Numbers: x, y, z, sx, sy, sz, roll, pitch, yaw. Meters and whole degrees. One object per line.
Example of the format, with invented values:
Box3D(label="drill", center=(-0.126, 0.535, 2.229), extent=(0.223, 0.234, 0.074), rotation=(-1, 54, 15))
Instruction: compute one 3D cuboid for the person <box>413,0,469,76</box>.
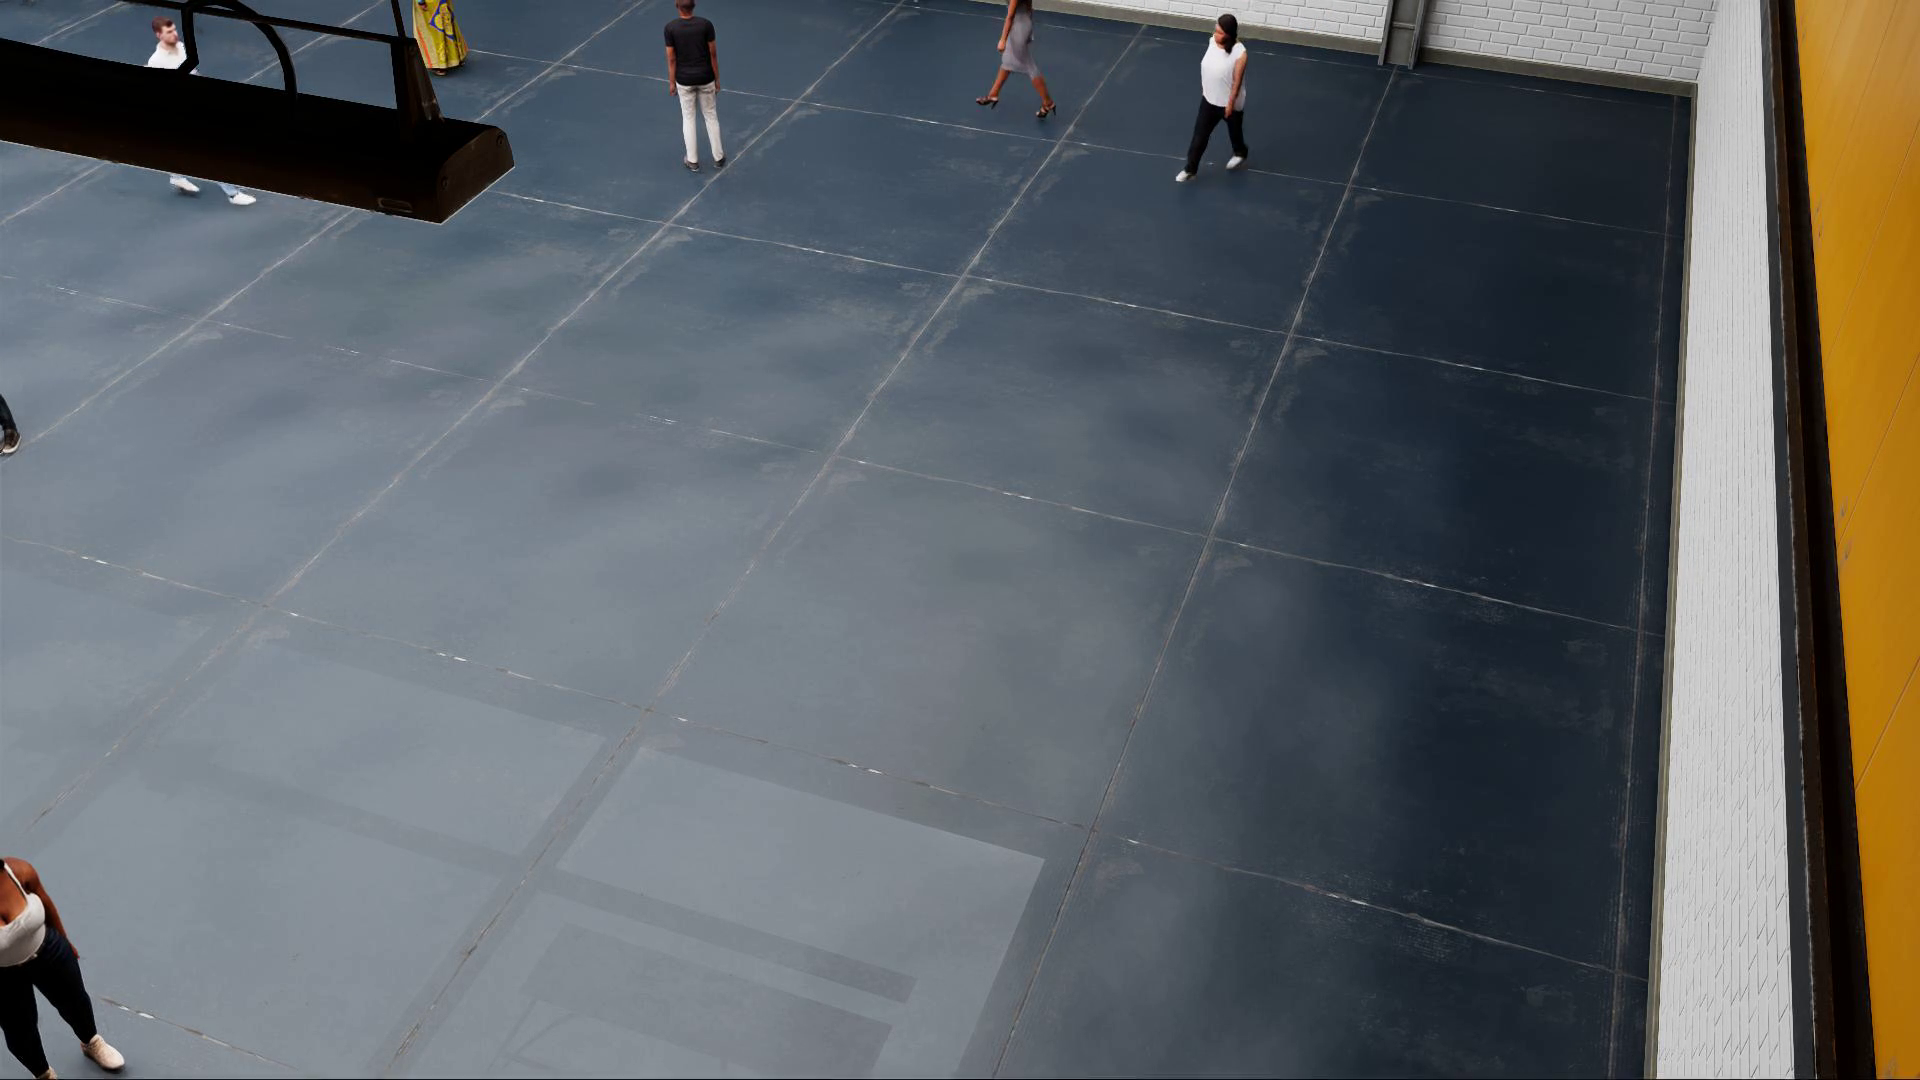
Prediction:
Box3D(label="person", center=(-5.805, -5.992, 18.312), extent=(0.799, 1.654, 0.877), rotation=(17, 42, 20))

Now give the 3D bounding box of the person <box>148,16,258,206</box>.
Box3D(label="person", center=(-7.388, -4.053, 15.761), extent=(1.239, 1.807, 0.757), rotation=(9, 40, 11))

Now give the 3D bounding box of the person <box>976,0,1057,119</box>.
Box3D(label="person", center=(0.707, -5.169, 17.222), extent=(1.108, 1.728, 0.617), rotation=(11, 40, 14))

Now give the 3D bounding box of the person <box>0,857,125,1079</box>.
Box3D(label="person", center=(-4.579, 2.063, 8.102), extent=(0.728, 1.809, 0.724), rotation=(30, 47, 32))

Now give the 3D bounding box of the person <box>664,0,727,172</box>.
Box3D(label="person", center=(-2.604, -4.506, 16.331), extent=(0.728, 1.805, 0.824), rotation=(-8, 39, -10))

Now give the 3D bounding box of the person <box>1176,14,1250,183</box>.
Box3D(label="person", center=(2.613, -4.321, 16.230), extent=(1.102, 1.641, 1.194), rotation=(-27, 46, -30))
